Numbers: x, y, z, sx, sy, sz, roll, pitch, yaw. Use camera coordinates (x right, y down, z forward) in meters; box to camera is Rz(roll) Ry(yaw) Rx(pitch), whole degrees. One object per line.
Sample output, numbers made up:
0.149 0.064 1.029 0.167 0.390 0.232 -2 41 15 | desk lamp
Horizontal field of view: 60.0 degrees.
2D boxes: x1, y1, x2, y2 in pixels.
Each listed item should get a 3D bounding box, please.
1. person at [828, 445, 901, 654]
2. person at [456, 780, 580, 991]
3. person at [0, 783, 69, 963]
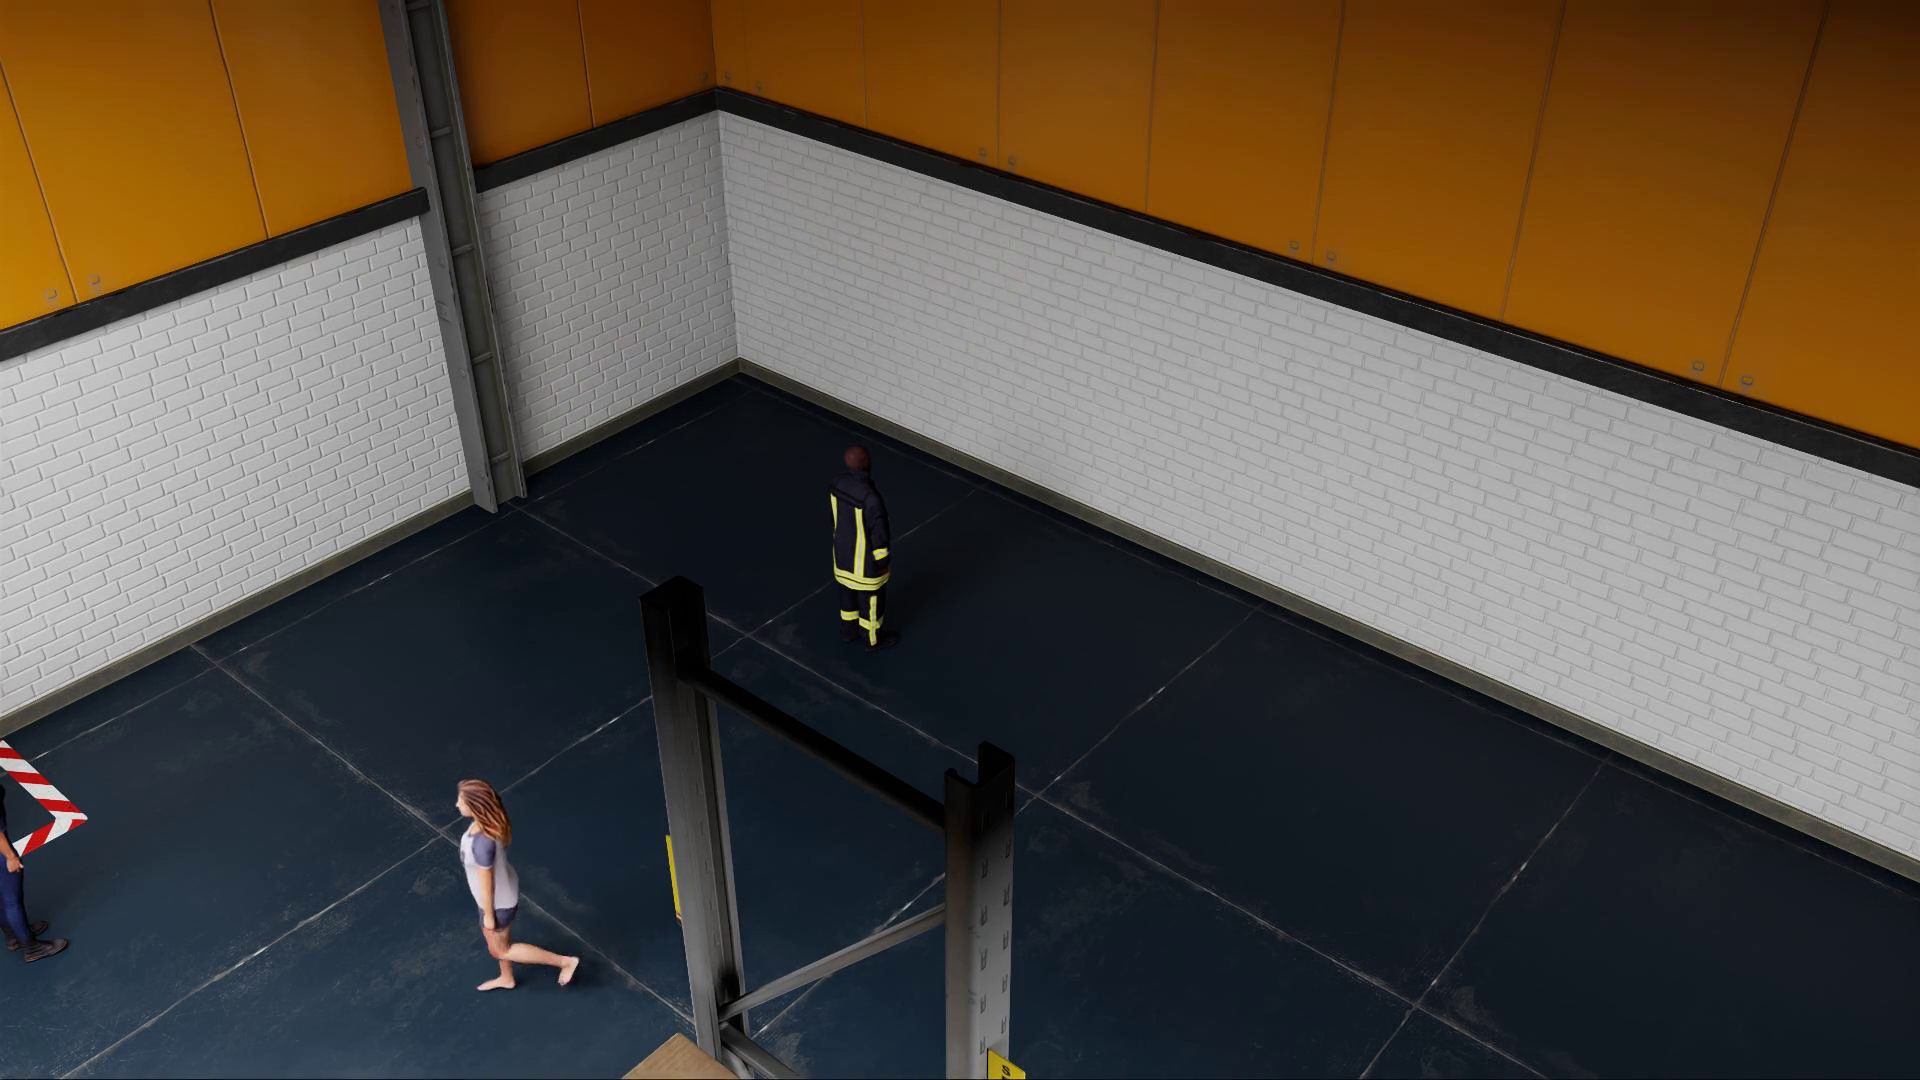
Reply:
-0.781 0.053 13.067 0.678 1.821 0.760 -28 43 -36 | person
-2.712 2.132 10.037 0.996 1.714 0.913 -5 34 -7 | person
-6.033 1.908 10.352 0.561 1.738 0.519 25 41 32 | person
